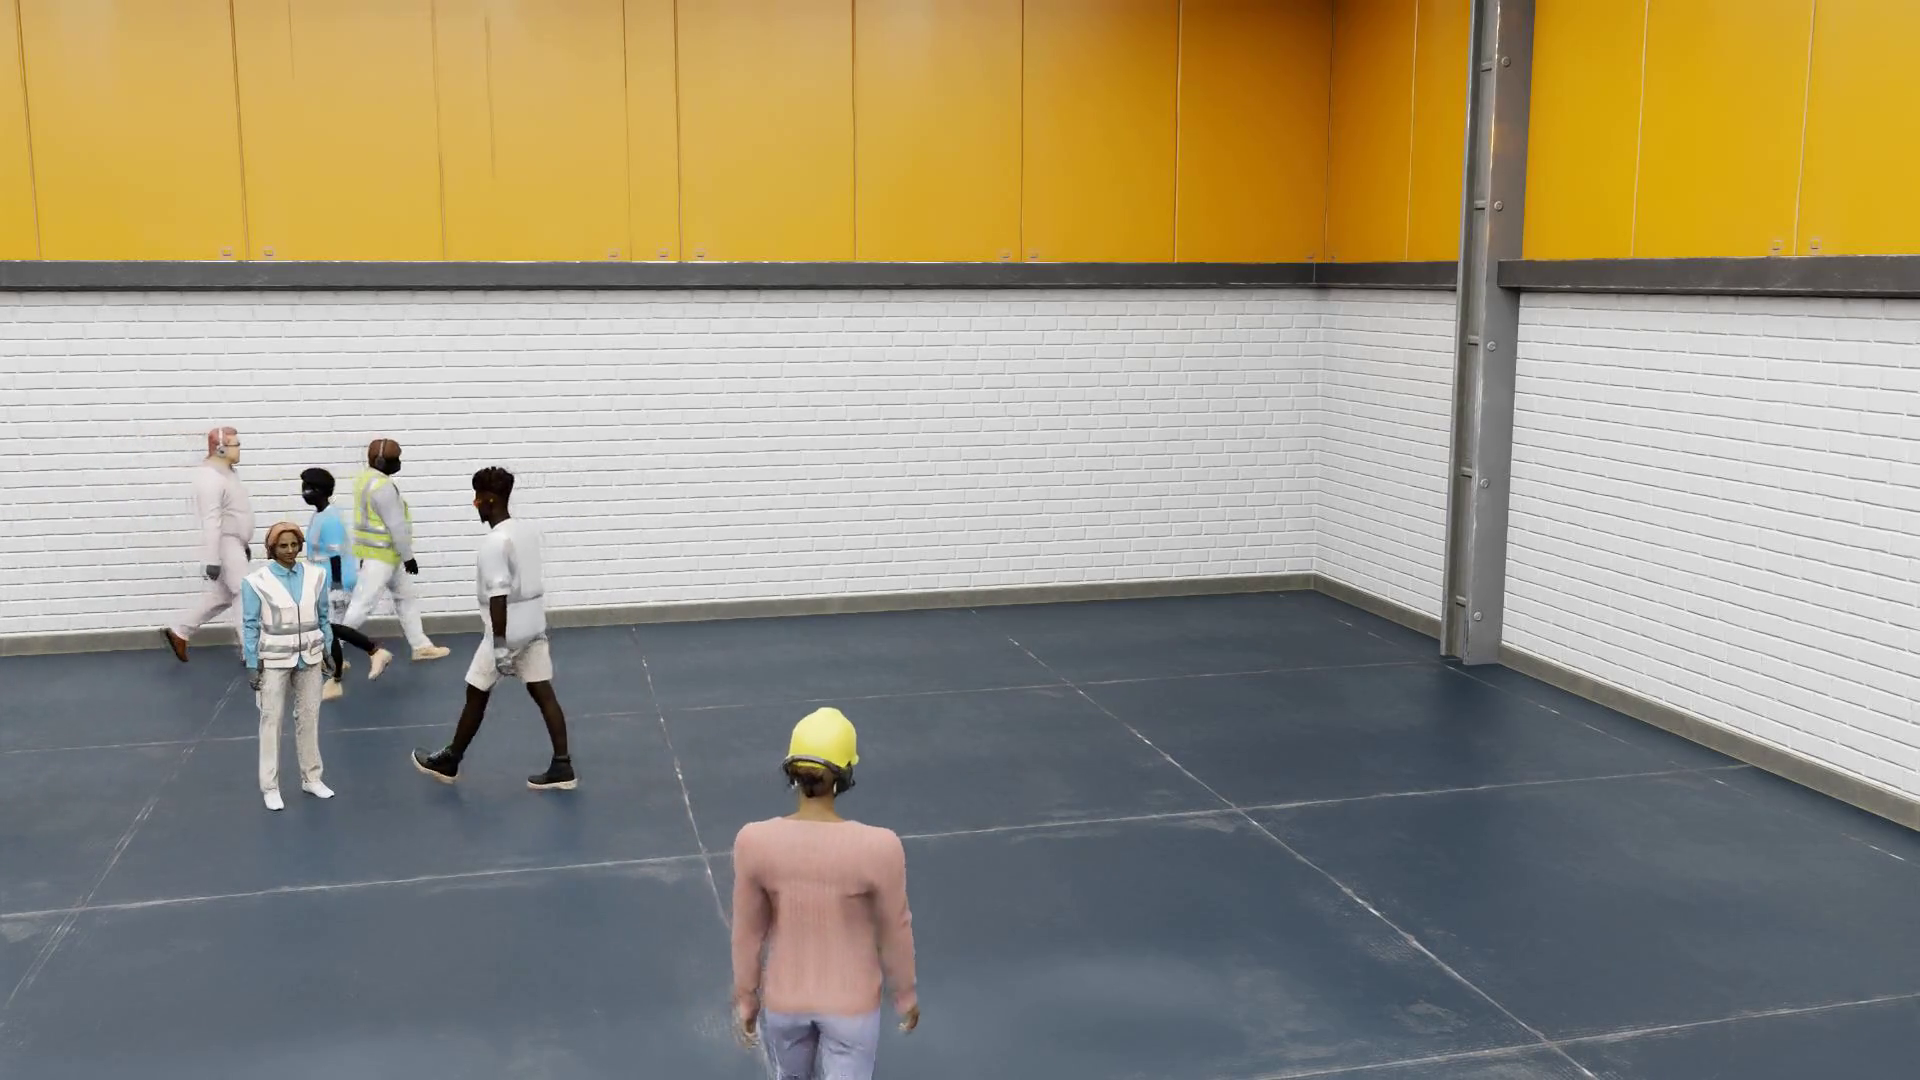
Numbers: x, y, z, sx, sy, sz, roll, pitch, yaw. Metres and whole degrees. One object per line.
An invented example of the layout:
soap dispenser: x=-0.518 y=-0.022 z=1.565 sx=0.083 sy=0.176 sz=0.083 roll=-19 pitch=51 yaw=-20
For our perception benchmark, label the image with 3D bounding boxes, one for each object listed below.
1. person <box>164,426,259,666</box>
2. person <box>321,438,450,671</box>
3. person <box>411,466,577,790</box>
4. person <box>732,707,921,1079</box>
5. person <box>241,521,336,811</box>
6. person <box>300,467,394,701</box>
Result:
person: x=-5.683 y=0.062 z=12.737 sx=0.799 sy=1.883 sz=0.656 roll=-3 pitch=10 yaw=-17
person: x=-4.506 y=0.105 z=12.788 sx=0.995 sy=1.794 sz=0.616 roll=-5 pitch=10 yaw=-26
person: x=-2.723 y=0.526 z=9.763 sx=1.031 sy=1.893 sz=0.596 roll=3 pitch=9 yaw=15
person: x=-0.400 y=1.365 z=5.002 sx=0.533 sy=1.754 sz=0.355 roll=3 pitch=9 yaw=15
person: x=-3.817 y=0.703 z=9.483 sx=0.310 sy=1.637 sz=0.523 roll=8 pitch=12 yaw=41
person: x=-4.408 y=0.297 z=11.891 sx=0.564 sy=1.669 sz=0.555 roll=-5 pitch=11 yaw=-30
